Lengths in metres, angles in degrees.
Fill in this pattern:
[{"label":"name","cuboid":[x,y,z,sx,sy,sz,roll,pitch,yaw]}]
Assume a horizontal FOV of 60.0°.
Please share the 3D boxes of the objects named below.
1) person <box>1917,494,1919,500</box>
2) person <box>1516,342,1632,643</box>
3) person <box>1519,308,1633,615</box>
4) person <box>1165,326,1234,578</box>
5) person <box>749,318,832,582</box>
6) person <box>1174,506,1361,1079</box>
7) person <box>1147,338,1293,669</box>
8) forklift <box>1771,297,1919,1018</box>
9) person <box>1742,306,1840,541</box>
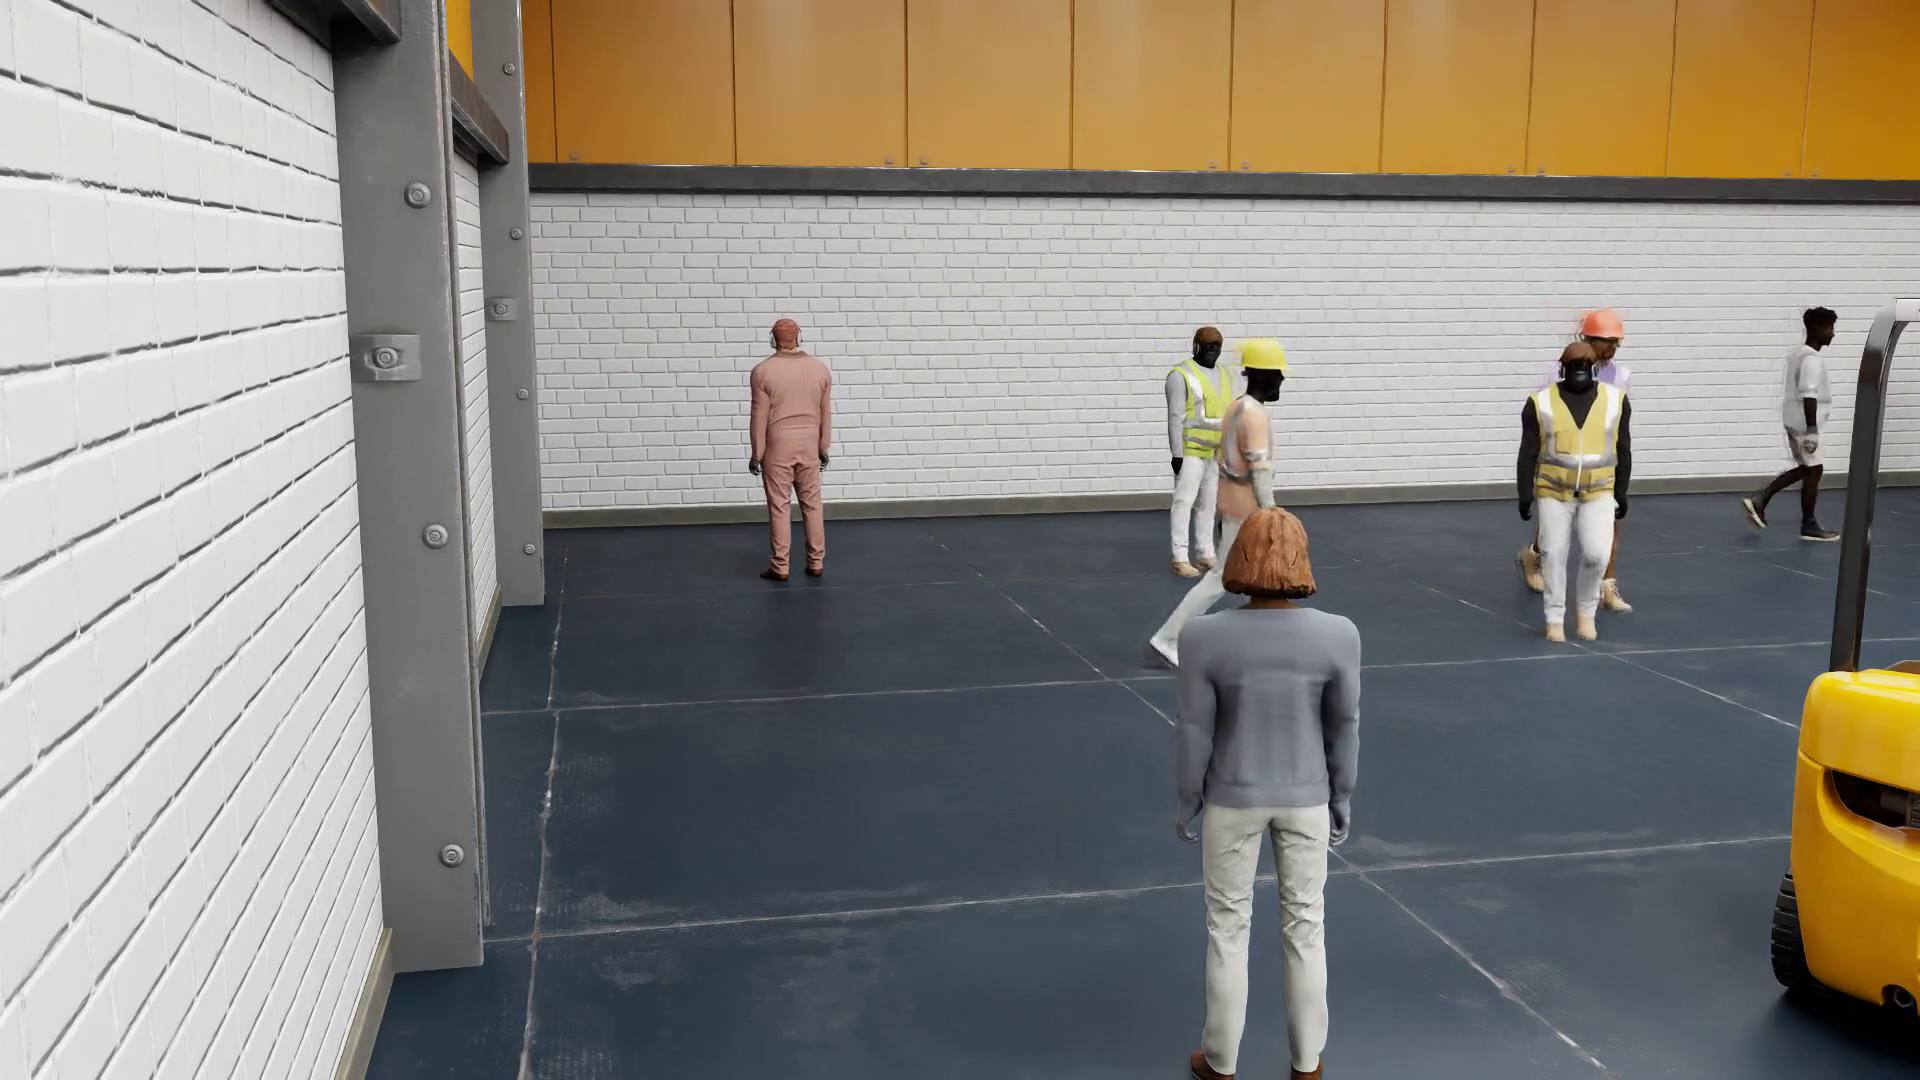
[{"label":"person","cuboid":[9.575,-1.280,16.111,0.588,1.834,0.403,-8,12,-41]},{"label":"person","cuboid":[3.683,-0.274,10.000,0.662,1.825,0.484,2,10,15]},{"label":"person","cuboid":[4.177,-0.554,11.177,0.619,2.014,0.947,-3,10,-18]},{"label":"person","cuboid":[1.793,-0.652,12.278,0.624,1.838,0.430,-7,12,-37]},{"label":"person","cuboid":[-1.246,-0.655,12.086,0.648,1.904,0.401,-6,11,-31]},{"label":"person","cuboid":[0.827,0.720,4.525,0.500,1.633,0.282,0,9,0]},{"label":"person","cuboid":[1.537,-0.188,9.316,0.955,1.889,0.586,1,9,9]},{"label":"forklift","cuboid":[3.542,0.334,5.177,2.313,2.155,1.214,-9,13,-43]},{"label":"person","cuboid":[6.986,-0.965,13.821,0.658,1.950,0.631,3,10,16]}]
